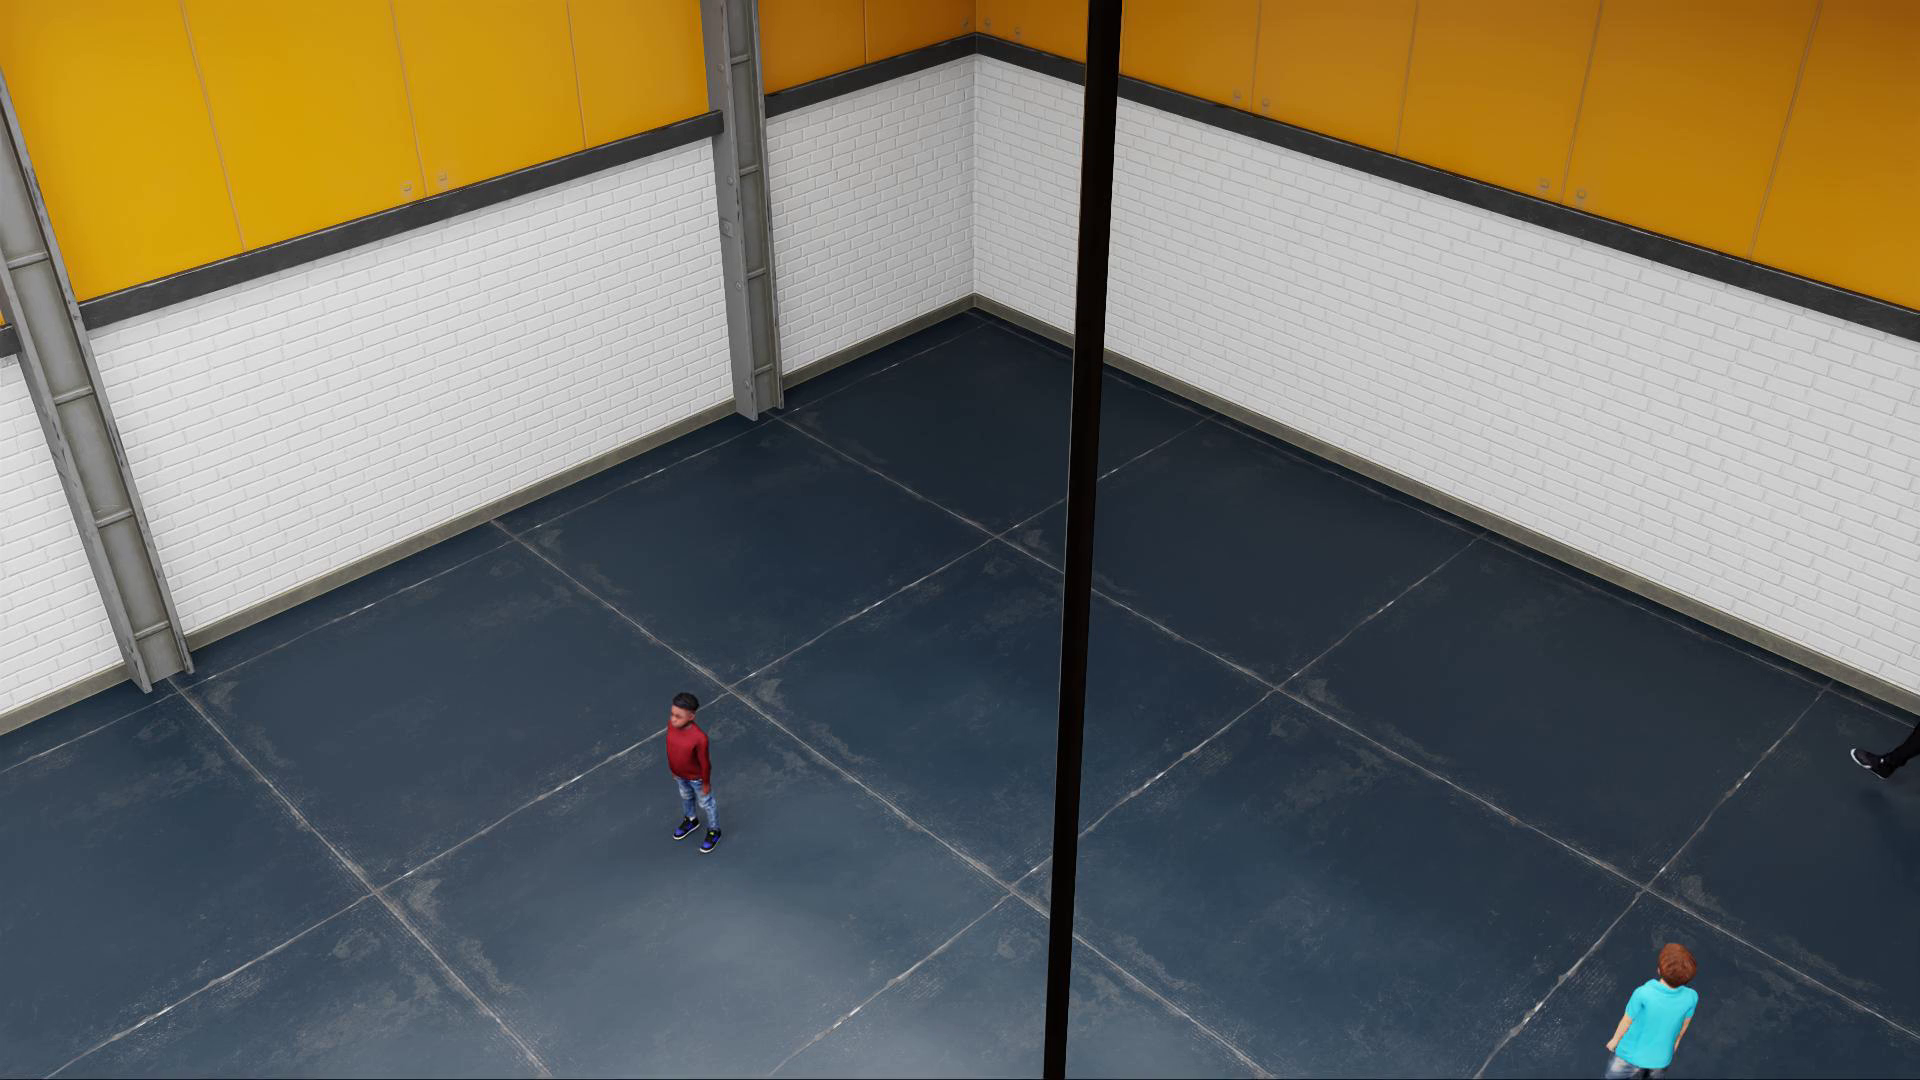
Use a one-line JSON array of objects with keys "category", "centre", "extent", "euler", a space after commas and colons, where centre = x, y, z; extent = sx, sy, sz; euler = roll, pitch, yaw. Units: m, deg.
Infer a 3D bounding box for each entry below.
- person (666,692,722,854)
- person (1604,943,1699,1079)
[{"category": "person", "centre": [-1.791, 1.522, 11.135], "extent": [0.527, 1.253, 0.528], "euler": [21, 39, 28]}, {"category": "person", "centre": [3.752, 2.767, 9.087], "extent": [0.617, 1.448, 0.677], "euler": [0, 34, 1]}]
